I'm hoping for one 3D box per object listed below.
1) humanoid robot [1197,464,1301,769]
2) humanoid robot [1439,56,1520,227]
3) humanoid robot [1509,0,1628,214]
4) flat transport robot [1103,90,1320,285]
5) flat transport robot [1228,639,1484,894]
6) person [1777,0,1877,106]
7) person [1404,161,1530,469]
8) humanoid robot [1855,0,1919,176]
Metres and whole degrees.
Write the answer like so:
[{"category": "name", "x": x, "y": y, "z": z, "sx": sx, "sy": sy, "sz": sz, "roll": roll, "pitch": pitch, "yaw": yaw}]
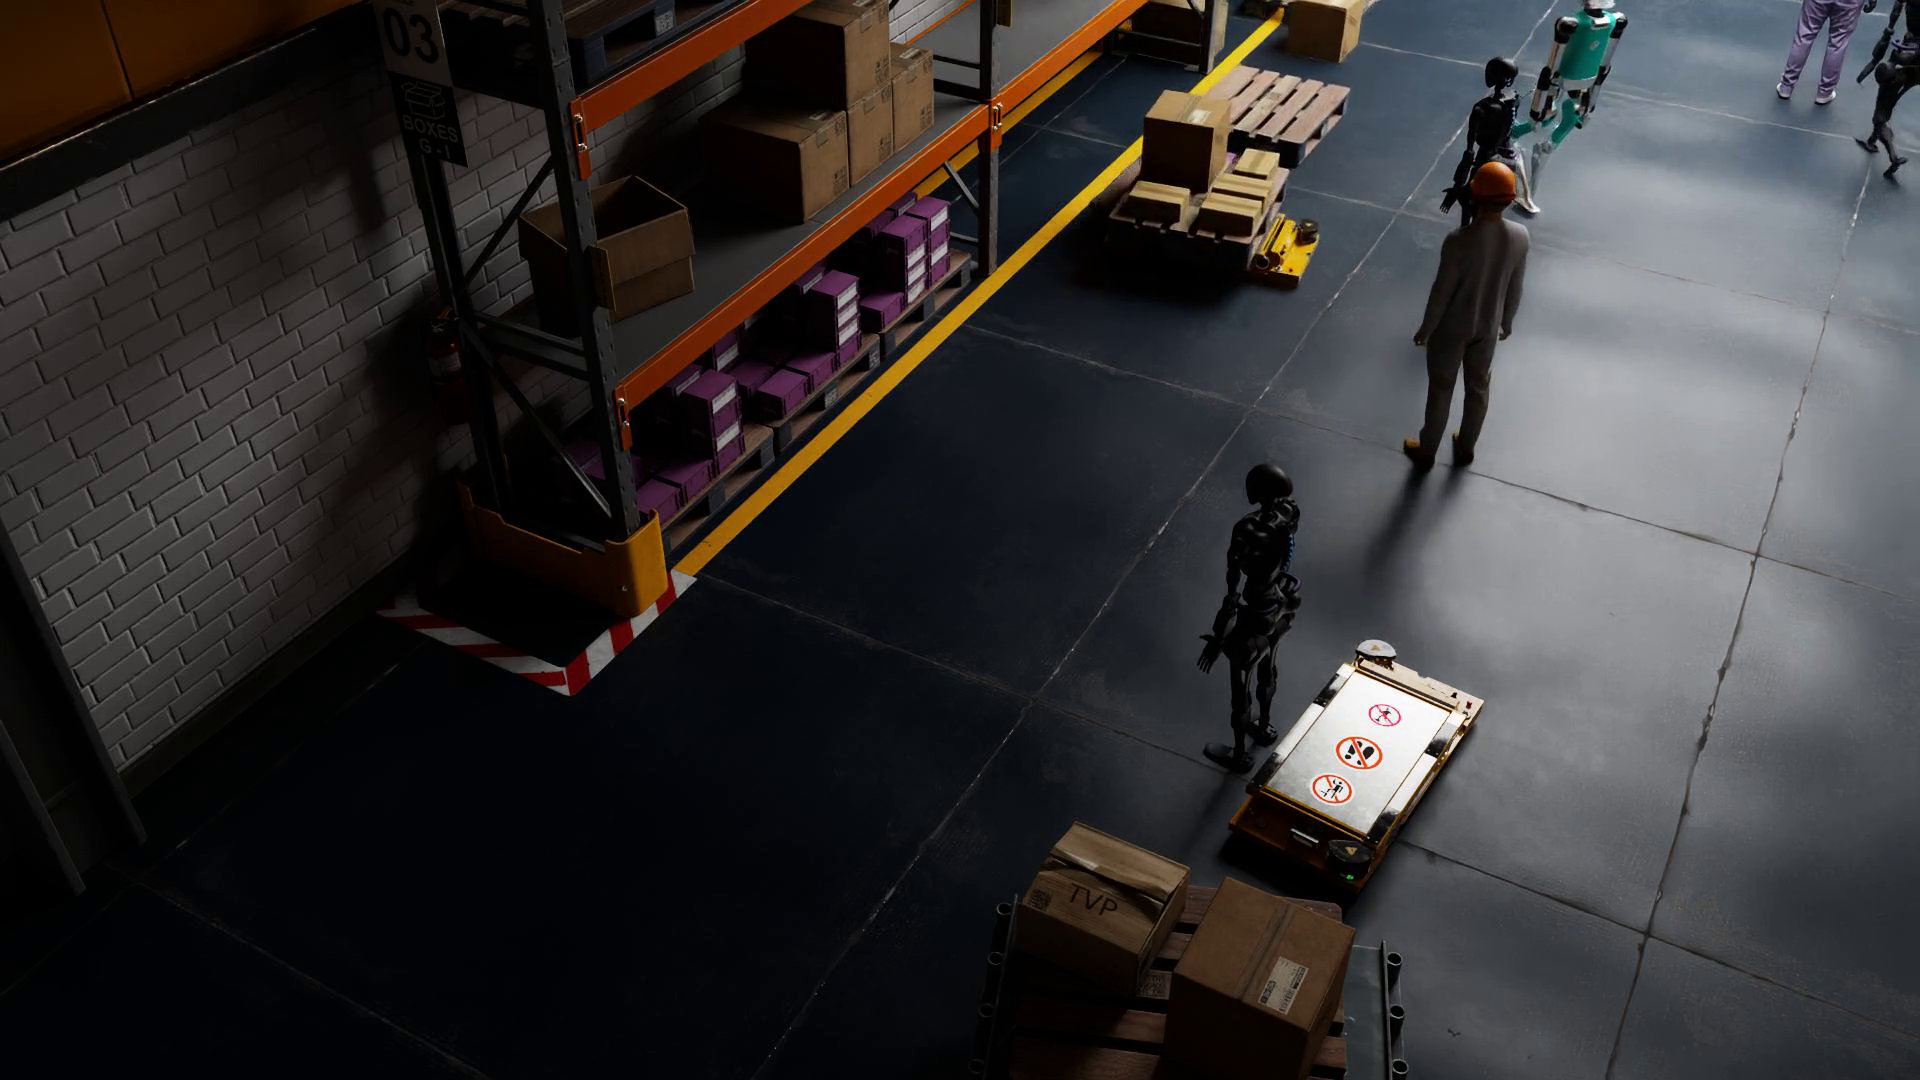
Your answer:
[{"category": "humanoid robot", "x": 1.350, "y": 0.350, "z": 7.644, "sx": 0.315, "sy": 1.657, "sz": 0.599, "roll": 29, "pitch": 47, "yaw": 31}, {"category": "humanoid robot", "x": 3.481, "y": -2.417, "z": 11.102, "sx": 0.599, "sy": 1.657, "sz": 0.315, "roll": -29, "pitch": 47, "yaw": -32}, {"category": "humanoid robot", "x": 4.269, "y": -3.141, "z": 12.067, "sx": 0.542, "sy": 1.899, "sz": 0.723, "roll": -11, "pitch": 40, "yaw": -13}, {"category": "flat transport robot", "x": 1.809, "y": -2.183, "z": 11.949, "sx": 1.431, "sy": 0.231, "sz": 0.659, "roll": 14, "pitch": 41, "yaw": 17}, {"category": "flat transport robot", "x": 1.914, "y": 1.038, "z": 7.922, "sx": 0.659, "sy": 0.231, "sz": 1.431, "roll": 24, "pitch": 45, "yaw": 27}, {"category": "person", "x": 7.153, "y": -4.502, "z": 13.537, "sx": 0.654, "sy": 1.905, "sz": 0.410, "roll": 18, "pitch": 42, "yaw": 21}, {"category": "person", "x": 2.896, "y": -1.265, "z": 9.501, "sx": 0.582, "sy": 1.893, "sz": 0.378, "roll": -7, "pitch": 39, "yaw": -9}, {"category": "humanoid robot", "x": 7.253, "y": -3.630, "z": 12.667, "sx": 0.613, "sy": 1.642, "sz": 0.739, "roll": -6, "pitch": 39, "yaw": -7}]
